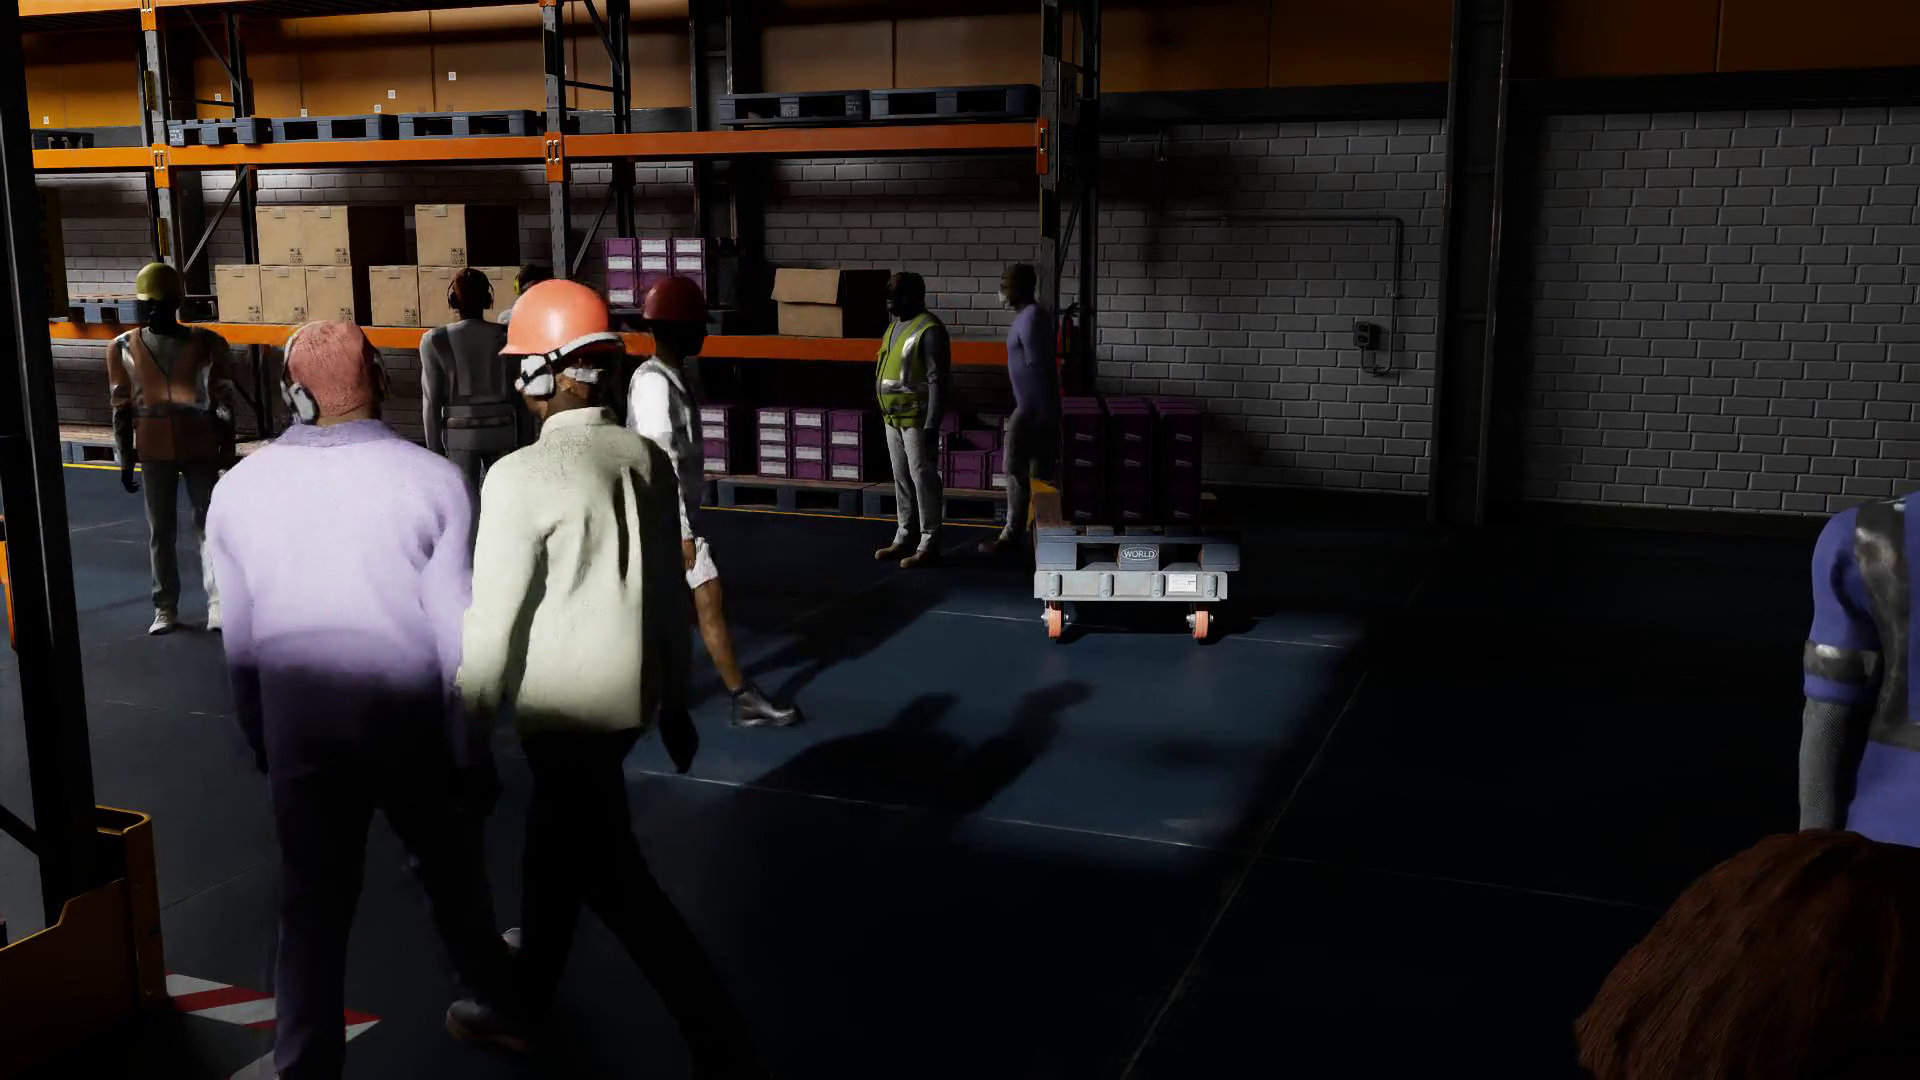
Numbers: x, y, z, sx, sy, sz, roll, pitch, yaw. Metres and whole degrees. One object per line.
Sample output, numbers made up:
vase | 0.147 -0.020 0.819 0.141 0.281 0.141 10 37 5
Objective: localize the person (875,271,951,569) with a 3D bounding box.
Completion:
person | -0.311 -0.744 10.365 0.429 1.839 0.634 -6 12 -29

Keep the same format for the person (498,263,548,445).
person | -3.023 -1.032 11.889 0.533 1.868 0.310 -4 11 -21

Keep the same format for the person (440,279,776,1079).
person | -0.840 0.375 3.857 1.033 1.949 0.601 4 11 21

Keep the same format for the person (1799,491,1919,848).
person | 1.763 0.539 2.940 0.542 1.939 0.365 5 11 25

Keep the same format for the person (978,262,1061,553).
person | 0.569 -0.845 10.770 0.806 1.907 0.659 1 10 4

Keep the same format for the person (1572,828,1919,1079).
person | 0.563 0.999 1.229 0.289 1.633 0.497 -2 10 -9

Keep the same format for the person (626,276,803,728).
person | -1.199 -0.125 6.793 0.993 1.889 0.564 1 10 3

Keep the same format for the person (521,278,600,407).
person | -2.205 -0.598 9.634 0.964 1.824 0.592 -2 10 -13

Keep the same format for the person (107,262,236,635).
person | -4.043 -0.460 8.582 0.581 1.919 0.392 -4 11 -19

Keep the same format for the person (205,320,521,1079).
person | -1.355 0.415 3.902 0.684 1.841 1.004 1 10 6

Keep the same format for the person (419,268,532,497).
person | -2.599 -0.519 8.989 0.577 1.882 0.349 -5 11 -26
